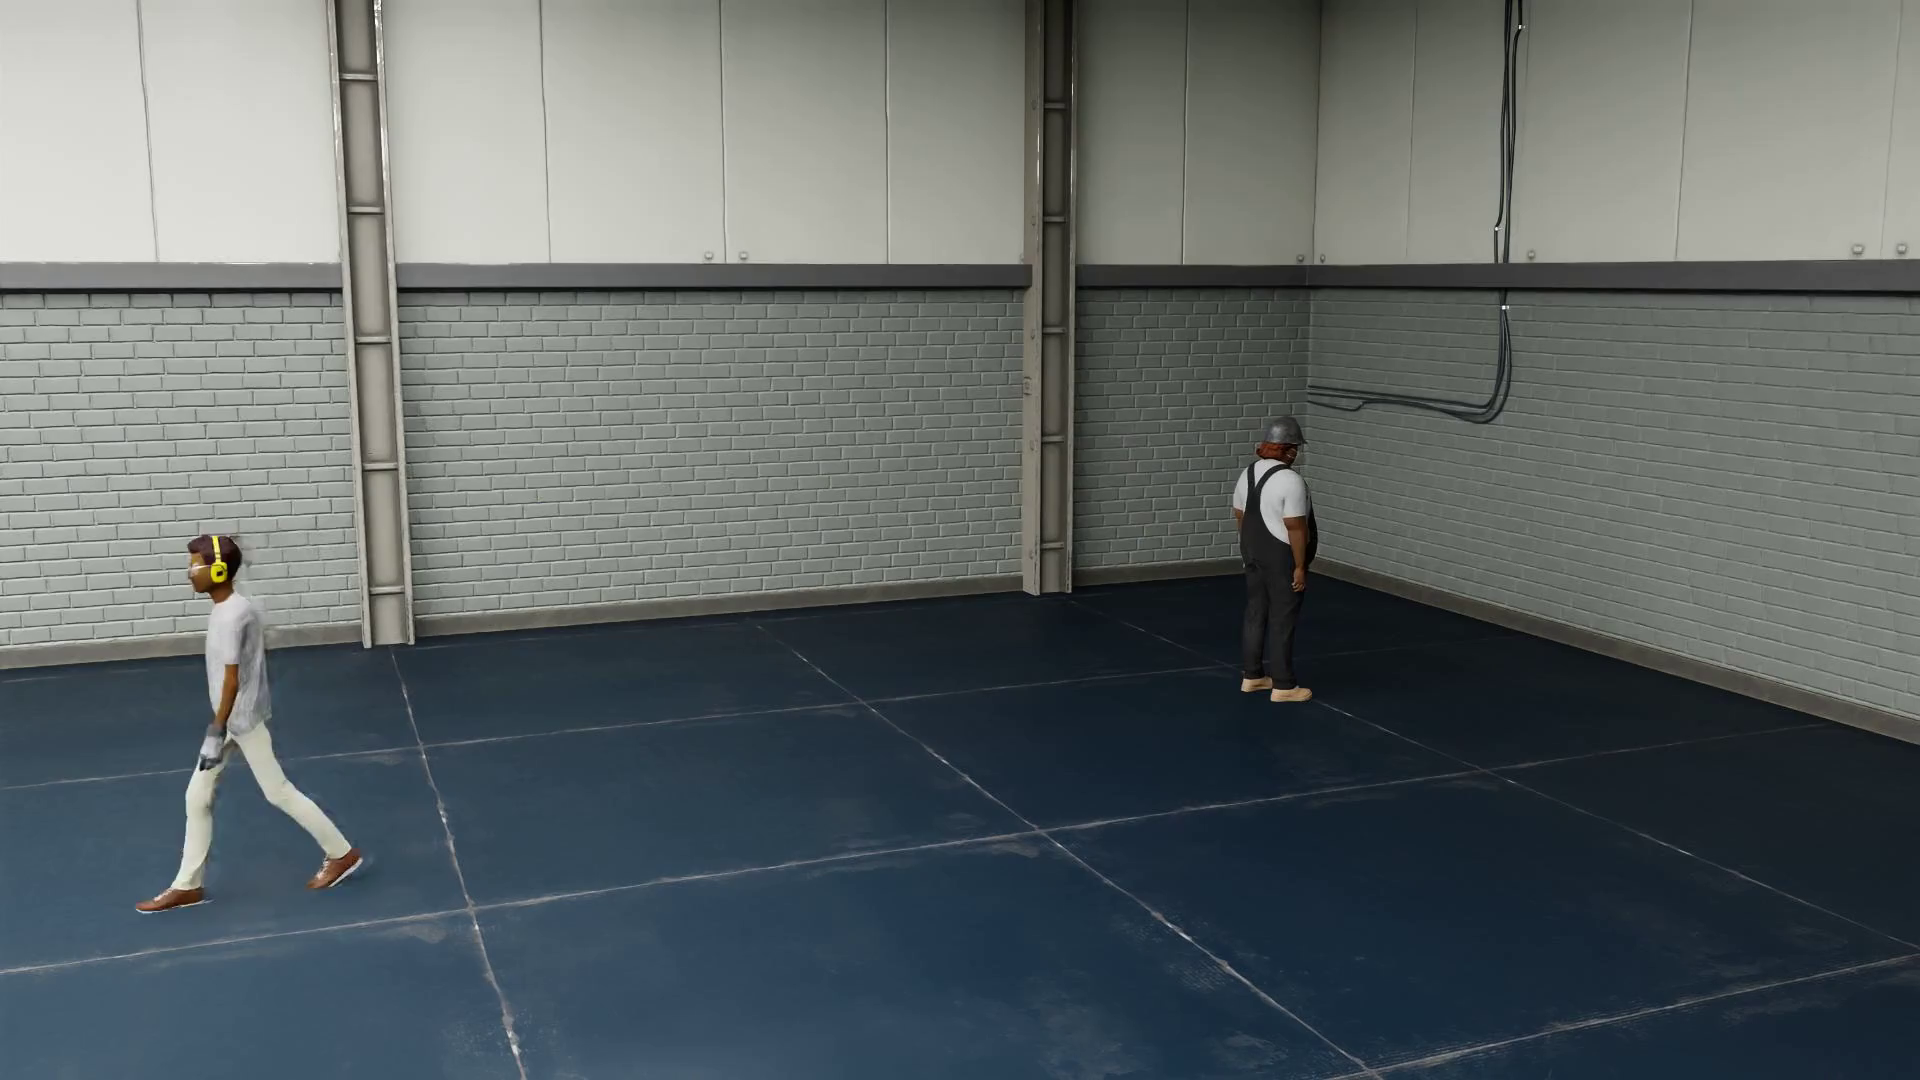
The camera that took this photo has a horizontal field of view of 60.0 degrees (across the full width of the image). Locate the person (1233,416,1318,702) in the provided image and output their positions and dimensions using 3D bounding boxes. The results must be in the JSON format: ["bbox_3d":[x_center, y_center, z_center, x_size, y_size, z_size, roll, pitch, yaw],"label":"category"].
[{"bbox_3d":[2.308,0.122,11.953,0.536,2.000,0.688,-5,10,-26],"label":"person"}]

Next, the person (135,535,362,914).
[{"bbox_3d":[-3.436,0.863,8.029,1.005,1.823,0.507,-6,11,-34],"label":"person"}]
